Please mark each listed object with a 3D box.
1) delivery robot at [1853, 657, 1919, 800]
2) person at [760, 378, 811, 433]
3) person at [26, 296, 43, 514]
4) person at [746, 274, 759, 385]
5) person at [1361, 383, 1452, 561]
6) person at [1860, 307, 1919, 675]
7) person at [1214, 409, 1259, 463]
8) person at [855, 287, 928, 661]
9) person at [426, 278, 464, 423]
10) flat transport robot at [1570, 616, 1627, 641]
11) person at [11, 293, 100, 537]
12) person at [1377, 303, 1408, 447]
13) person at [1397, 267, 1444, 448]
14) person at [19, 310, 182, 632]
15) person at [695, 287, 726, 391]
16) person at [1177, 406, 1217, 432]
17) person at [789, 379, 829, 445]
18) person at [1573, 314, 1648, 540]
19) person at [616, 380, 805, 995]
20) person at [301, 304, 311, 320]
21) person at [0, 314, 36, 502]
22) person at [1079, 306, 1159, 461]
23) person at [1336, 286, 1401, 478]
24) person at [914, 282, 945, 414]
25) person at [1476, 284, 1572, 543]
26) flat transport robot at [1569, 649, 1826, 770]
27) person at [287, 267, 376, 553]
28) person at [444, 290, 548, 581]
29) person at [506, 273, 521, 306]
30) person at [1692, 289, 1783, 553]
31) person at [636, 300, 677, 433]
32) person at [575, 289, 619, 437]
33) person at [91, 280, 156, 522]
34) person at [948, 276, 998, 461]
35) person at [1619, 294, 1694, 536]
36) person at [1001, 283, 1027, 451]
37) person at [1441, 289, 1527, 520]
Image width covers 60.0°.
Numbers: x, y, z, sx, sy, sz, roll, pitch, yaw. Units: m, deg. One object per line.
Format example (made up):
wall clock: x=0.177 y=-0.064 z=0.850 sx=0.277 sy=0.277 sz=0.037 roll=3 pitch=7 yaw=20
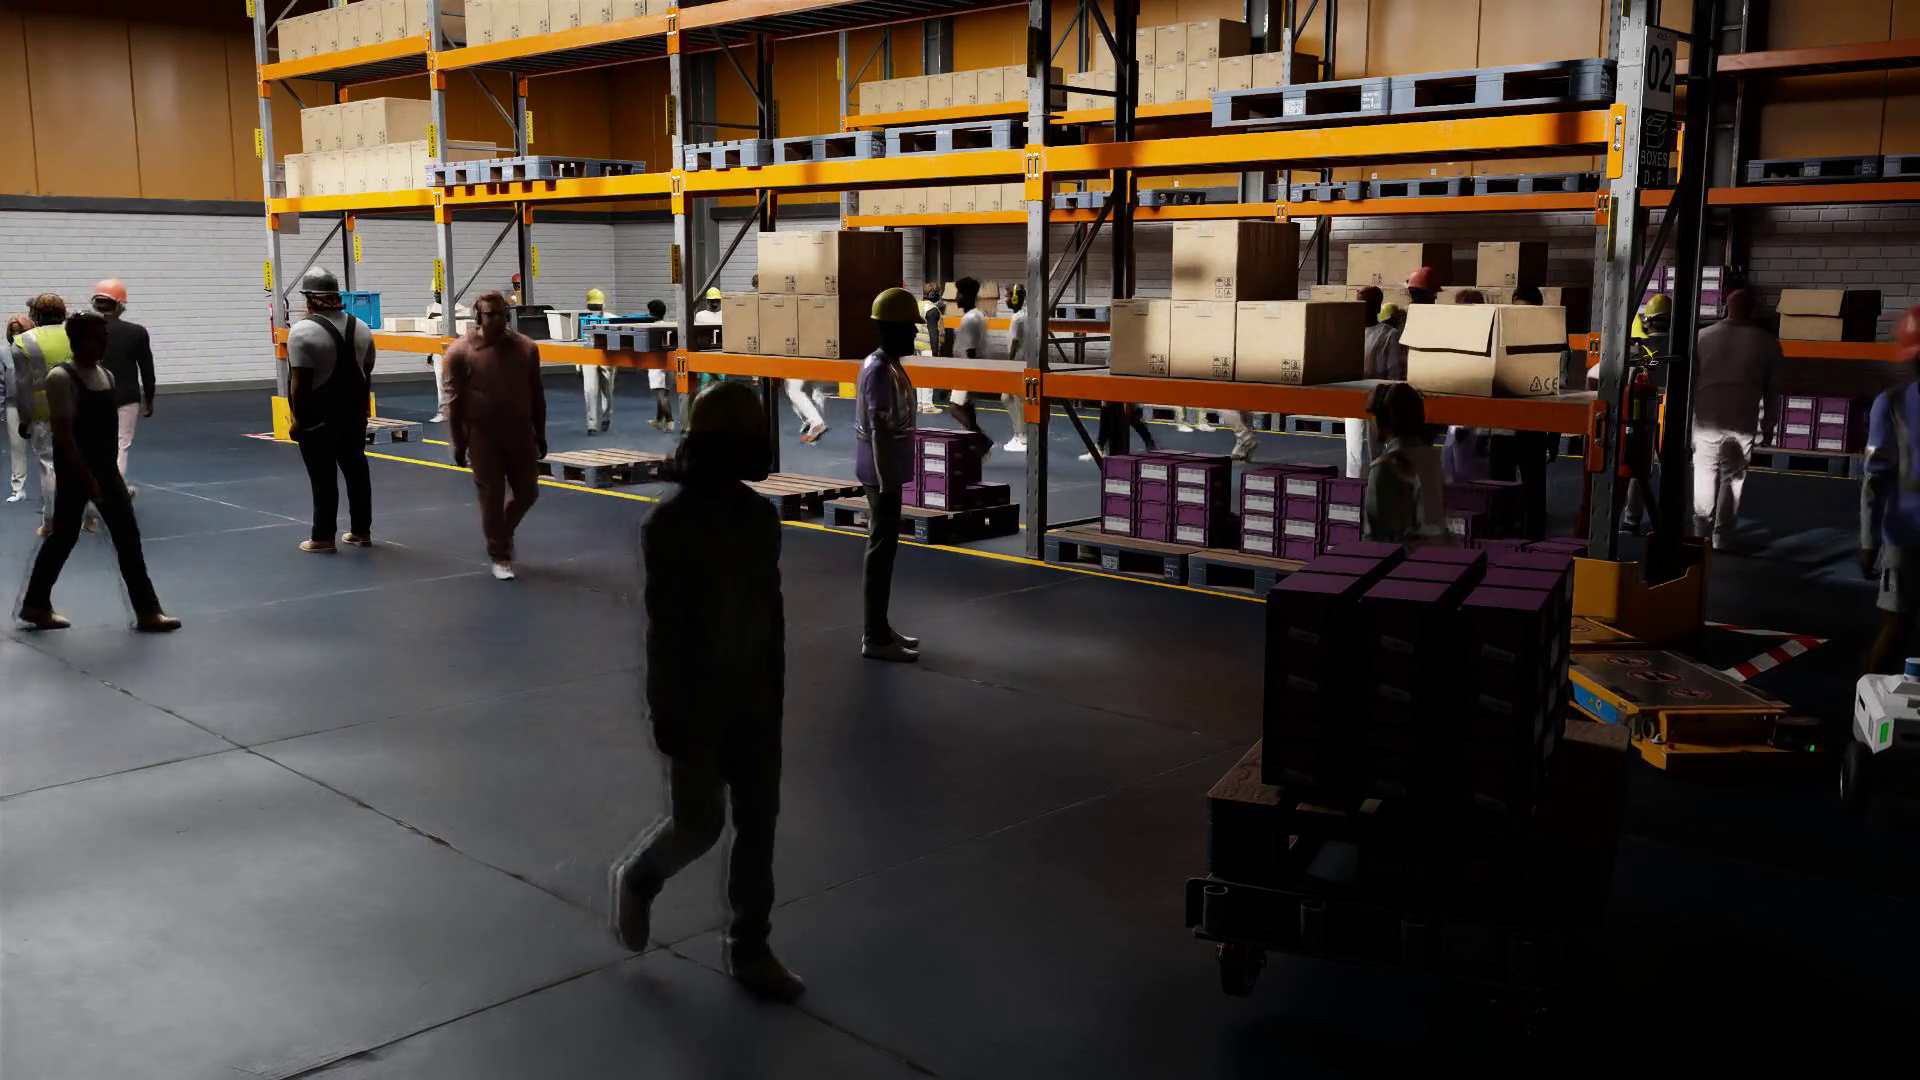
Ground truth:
delivery robot: x=3.591 y=0.686 z=6.253 sx=0.477 sy=0.478 sz=0.707 roll=3 pitch=10 yaw=22
person: x=-2.195 y=-2.109 z=20.479 sx=0.809 sy=1.610 sz=0.530 roll=4 pitch=10 yaw=21
person: x=-7.221 y=-1.074 z=13.505 sx=0.843 sy=1.811 sz=0.595 roll=3 pitch=10 yaw=20
person: x=-3.484 y=-3.655 z=28.948 sx=0.627 sy=1.936 sz=0.376 roll=-3 pitch=10 yaw=-19
person: x=1.716 y=0.184 z=6.481 sx=0.883 sy=1.574 sz=0.582 roll=7 pitch=11 yaw=36
person: x=4.003 y=-0.009 z=6.802 sx=0.590 sy=1.885 sz=0.681 roll=5 pitch=10 yaw=27
person: x=2.906 y=-1.763 z=17.236 sx=0.623 sy=1.980 sz=0.502 roll=-8 pitch=12 yaw=-40
person: x=-0.354 y=-0.345 z=8.676 sx=0.384 sy=1.924 sz=0.594 roll=0 pitch=9 yaw=0
person: x=-6.749 y=-2.487 z=21.811 sx=0.594 sy=1.924 sz=0.382 roll=3 pitch=10 yaw=19
flat transport robot: x=2.706 y=0.545 z=8.284 sx=1.431 sy=0.197 sz=0.652 roll=-1 pitch=9 yaw=-8
person: x=-6.813 y=-0.937 z=12.571 sx=0.429 sy=1.844 sz=0.624 roll=8 pitch=12 yaw=41
person: x=3.676 y=-1.169 z=14.369 sx=0.524 sy=1.720 sz=0.823 roll=-2 pitch=9 yaw=-12
person: x=3.967 y=-1.331 z=14.405 sx=0.620 sy=2.038 sz=0.423 roll=-8 pitch=12 yaw=-41
person: x=-4.872 y=-0.369 z=9.228 sx=0.949 sy=1.808 sz=0.510 roll=2 pitch=10 yaw=15
person: x=-3.393 y=-2.598 z=22.983 sx=0.522 sy=1.768 sz=0.312 roll=-4 pitch=10 yaw=-25
person: x=2.937 y=-2.121 z=20.490 sx=0.526 sy=1.613 sz=0.616 roll=-7 pitch=12 yaw=-38
person: x=-1.690 y=-2.035 z=19.030 sx=0.454 sy=1.928 sz=0.656 roll=7 pitch=12 yaw=38
person: x=4.105 y=-0.549 z=10.442 sx=0.528 sy=1.761 sz=0.346 roll=-6 pitch=11 yaw=-34
person: x=-0.707 y=0.410 z=4.655 sx=0.533 sy=1.723 sz=0.495 roll=8 pitch=12 yaw=41
person: x=-8.475 y=-2.325 z=21.862 sx=0.507 sy=1.587 sz=0.871 roll=-3 pitch=10 yaw=-19
person: x=-8.112 y=-1.144 z=14.469 sx=0.498 sy=1.633 sz=0.279 roll=-3 pitch=10 yaw=-17
person: x=1.708 y=-1.624 z=17.342 sx=0.841 sy=1.662 sz=0.533 roll=0 pitch=9 yaw=2
person: x=3.282 y=-1.104 z=13.467 sx=0.355 sy=1.883 sz=0.574 roll=-7 pitch=11 yaw=-36
person: x=-0.423 y=-2.685 z=23.331 sx=0.432 sy=1.836 sz=0.618 roll=-3 pitch=10 yaw=-20
person: x=3.688 y=-0.712 z=10.942 sx=0.591 sy=1.922 sz=0.391 roll=9 pitch=13 yaw=42
flat transport robot: x=3.083 y=0.709 z=7.279 sx=0.652 sy=0.197 sz=1.431 roll=0 pitch=9 yaw=-2
person: x=-4.552 y=-0.930 z=11.915 sx=0.536 sy=2.000 sz=0.676 roll=5 pitch=11 yaw=29
person: x=-3.044 y=-0.694 z=10.930 sx=0.660 sy=1.886 sz=0.547 roll=-6 pitch=11 yaw=-35
person: x=-8.134 y=-3.950 z=30.744 sx=0.547 sy=1.938 sz=0.377 roll=-8 pitch=12 yaw=-41
person: x=5.559 y=-0.869 z=12.047 sx=0.673 sy=1.870 sz=0.807 roll=4 pitch=10 yaw=25
person: x=-3.734 y=-2.159 z=20.677 sx=0.523 sy=1.642 sz=0.872 roll=-9 pitch=13 yaw=-42
person: x=-4.432 y=-2.176 z=20.375 sx=0.576 sy=1.796 sz=0.882 roll=-2 pitch=9 yaw=-11
person: x=-6.864 y=-1.133 z=13.503 sx=0.595 sy=1.927 sz=1.076 roll=-1 pitch=9 yaw=-8
person: x=0.095 y=-1.712 z=17.004 sx=0.448 sy=1.951 sz=0.607 roll=2 pitch=9 yaw=10
person: x=5.250 y=-0.935 z=12.578 sx=0.590 sy=1.833 sz=0.404 roll=0 pitch=9 yaw=2
person: x=0.585 y=-1.899 z=18.420 sx=0.493 sy=1.853 sz=0.551 roll=2 pitch=10 yaw=15
person: x=3.871 y=-0.938 z=12.473 sx=0.824 sy=1.879 sz=0.650 roll=4 pitch=10 yaw=23
